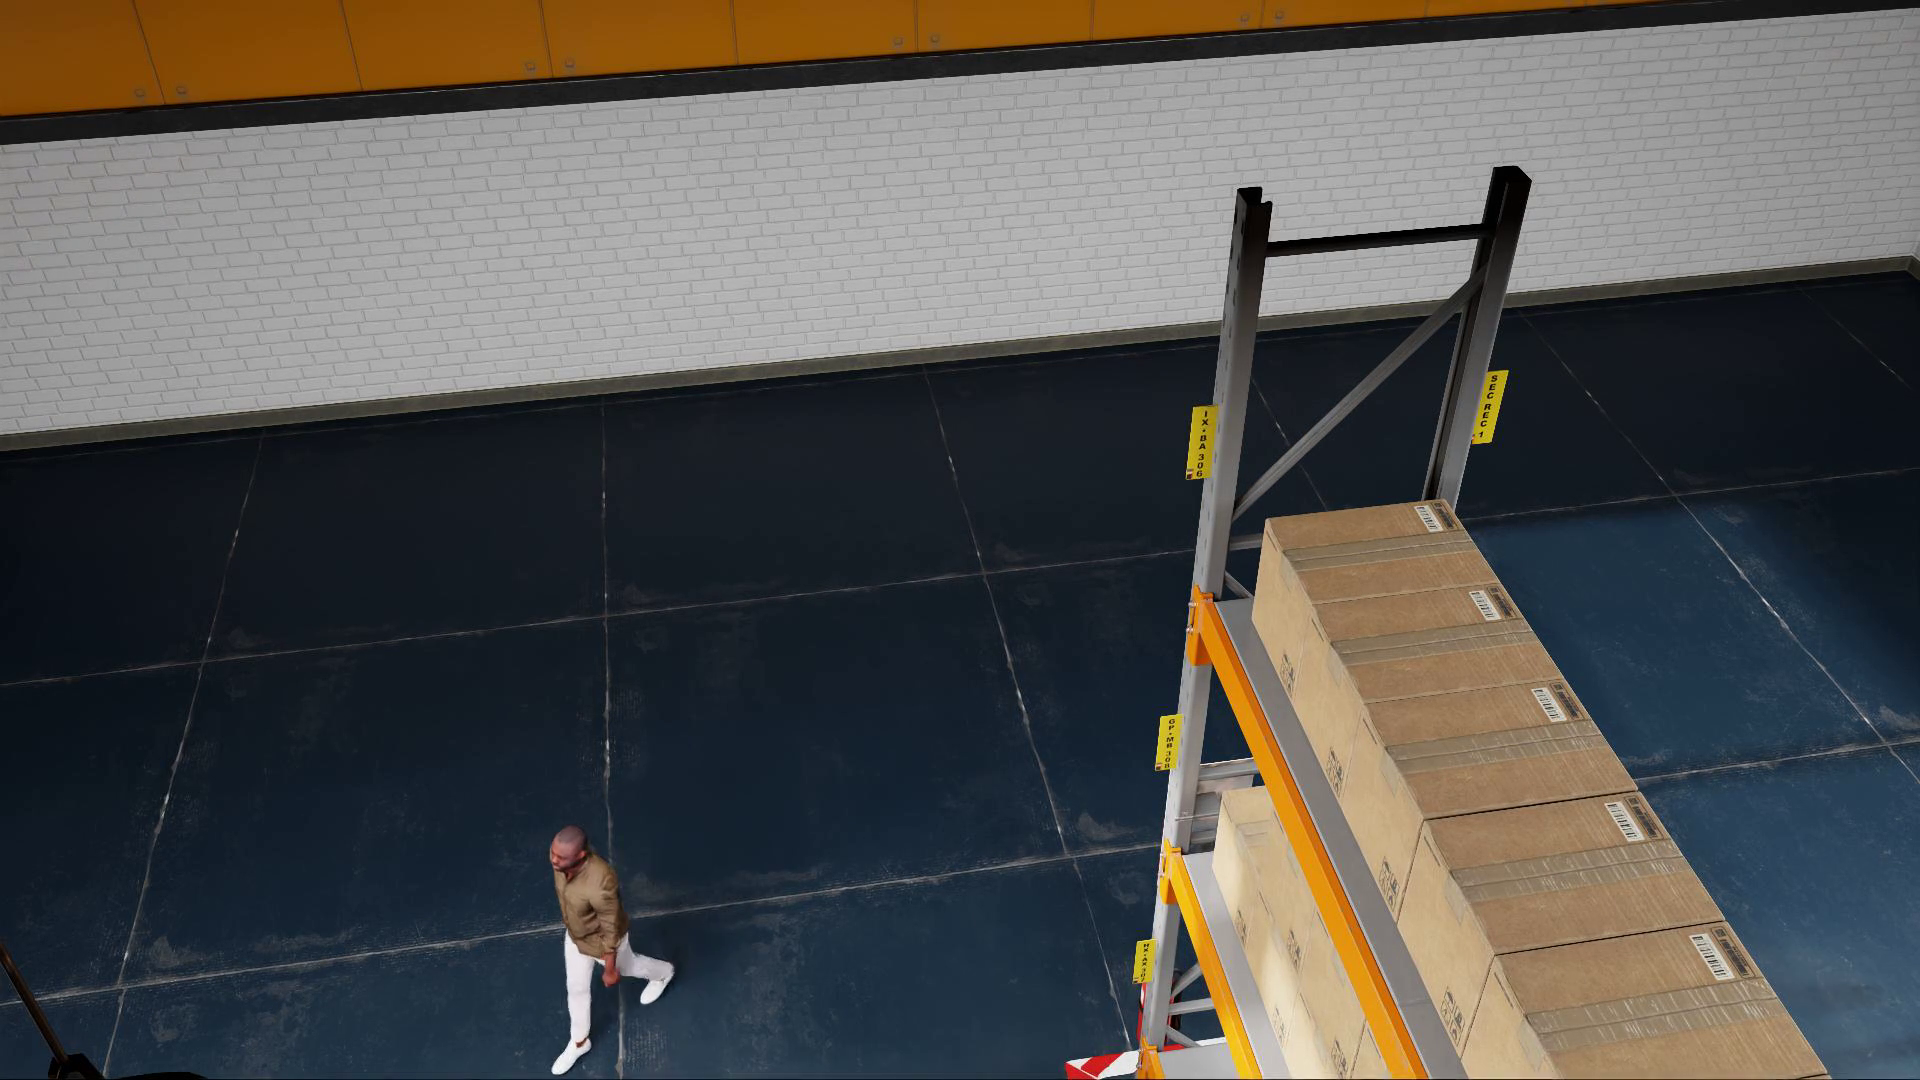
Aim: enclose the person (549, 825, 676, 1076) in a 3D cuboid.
[{"bbox_3d":[-2.003,2.204,9.505,1.214,1.792,1.235,27,46,29],"label":"person"}]
